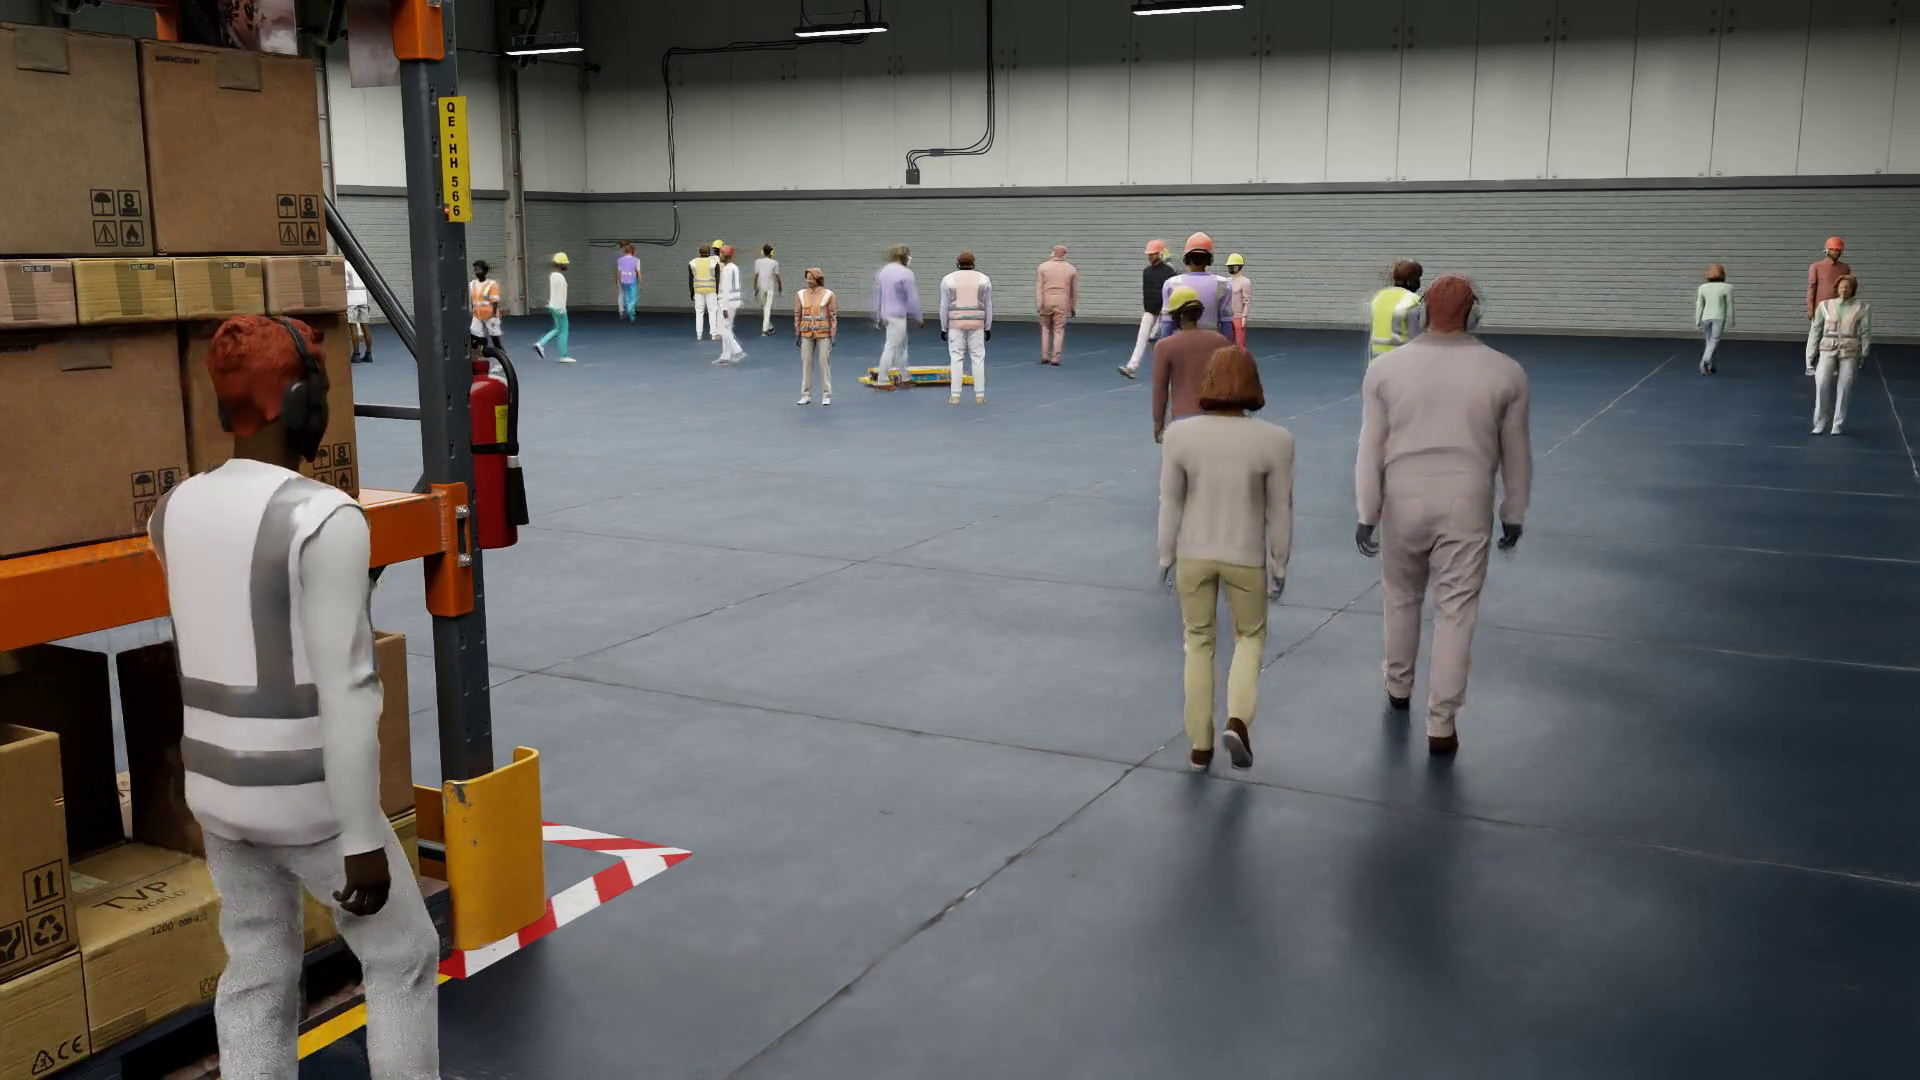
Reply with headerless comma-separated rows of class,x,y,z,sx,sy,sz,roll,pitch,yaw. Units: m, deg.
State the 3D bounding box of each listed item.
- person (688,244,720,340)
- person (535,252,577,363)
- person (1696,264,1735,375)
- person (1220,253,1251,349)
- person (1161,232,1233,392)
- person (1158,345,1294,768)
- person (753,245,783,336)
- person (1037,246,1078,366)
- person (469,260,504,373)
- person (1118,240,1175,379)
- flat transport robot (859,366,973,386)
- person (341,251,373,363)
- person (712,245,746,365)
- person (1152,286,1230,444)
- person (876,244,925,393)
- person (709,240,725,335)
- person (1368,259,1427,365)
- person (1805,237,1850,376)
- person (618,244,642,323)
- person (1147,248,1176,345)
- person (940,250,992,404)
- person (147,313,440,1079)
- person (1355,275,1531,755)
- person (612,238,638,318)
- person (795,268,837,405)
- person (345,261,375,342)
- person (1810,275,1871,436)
person,-4.938,-4.807,32.300,0.634,1.841,0.429,1,10,3
person,-6.421,-3.678,26.373,0.538,1.748,0.547,-6,12,-31
person,10.956,-3.209,24.218,0.777,1.604,0.500,-9,13,-39
person,3.829,-3.107,23.238,0.308,1.769,0.524,-8,13,-36
person,2.012,-1.594,14.230,0.616,2.041,0.379,0,10,-2
person,0.983,0.086,6.234,0.505,1.622,0.403,3,11,14
person,-3.864,-5.064,33.740,0.523,1.822,0.944,3,11,18
person,1.526,-3.668,26.060,0.646,1.855,0.813,0,10,3
person,-6.966,-3.235,24.219,0.555,1.646,0.856,4,11,21
person,2.690,-3.201,23.257,1.048,1.935,0.630,-9,14,-42
flat transport robot,-0.600,-2.232,22.546,1.431,0.197,0.652,-4,11,-20
person,-9.611,-3.769,26.378,0.377,1.936,0.549,6,12,31
person,-3.624,-3.640,25.840,0.477,1.877,0.598,1,10,6
person,1.543,-0.789,10.799,0.556,1.694,0.941,-3,11,-14
person,-0.727,-2.865,21.547,0.920,1.897,0.633,-7,12,-32
person,-4.905,-5.117,33.762,0.594,1.922,0.385,9,14,41
person,3.651,-1.406,13.802,0.445,1.826,0.658,-4,11,-20
person,12.531,-3.367,24.022,0.612,1.997,0.375,-1,10,-5
person,-7.637,-5.917,38.415,0.564,1.826,0.617,3,11,17
person,3.678,-4.514,30.852,0.890,1.787,0.624,-4,11,-19
person,0.071,-2.549,19.987,0.629,1.842,0.429,-1,10,-5
person,-1.249,0.486,3.339,0.613,1.871,0.649,6,12,29
person,1.956,-0.131,6.762,0.668,1.853,0.977,3,11,17
person,-8.186,-6.397,40.706,0.632,1.940,0.372,1,10,4
person,-1.723,-2.430,19.896,0.515,1.636,0.315,2,11,13
person,-11.387,-4.703,31.749,0.523,1.844,0.789,5,11,24
person,8.818,-1.839,16.697,0.540,1.614,0.674,7,12,33
